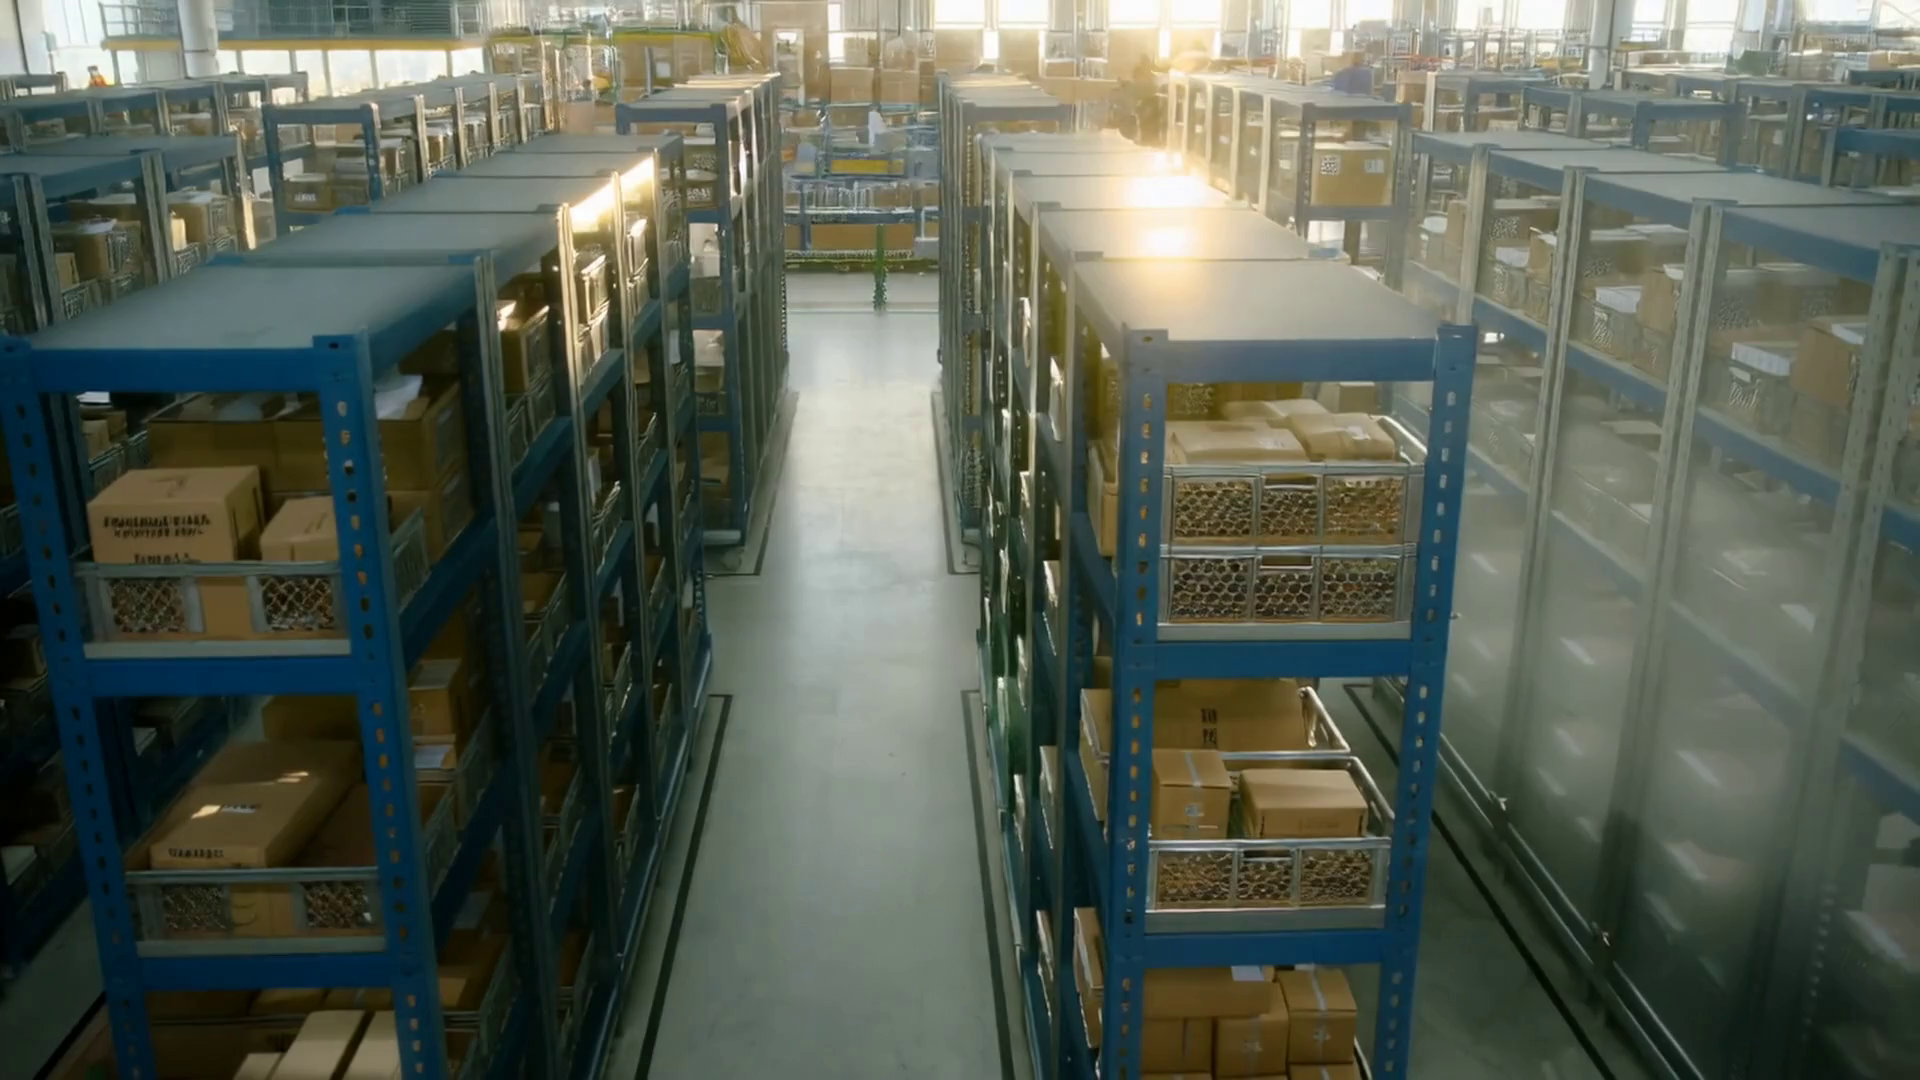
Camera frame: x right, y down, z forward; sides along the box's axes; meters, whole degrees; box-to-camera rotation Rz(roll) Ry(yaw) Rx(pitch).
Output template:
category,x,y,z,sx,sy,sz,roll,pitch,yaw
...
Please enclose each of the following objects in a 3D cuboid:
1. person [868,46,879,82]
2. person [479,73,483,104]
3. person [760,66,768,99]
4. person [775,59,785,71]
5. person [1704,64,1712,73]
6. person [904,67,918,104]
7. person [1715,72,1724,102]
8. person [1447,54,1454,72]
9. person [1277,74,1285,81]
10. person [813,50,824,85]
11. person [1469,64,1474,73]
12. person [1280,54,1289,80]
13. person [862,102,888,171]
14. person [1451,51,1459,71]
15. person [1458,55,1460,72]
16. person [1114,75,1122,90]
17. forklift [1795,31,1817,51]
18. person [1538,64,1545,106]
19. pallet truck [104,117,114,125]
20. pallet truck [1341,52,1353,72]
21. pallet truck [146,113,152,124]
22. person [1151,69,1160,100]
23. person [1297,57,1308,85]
category,x,y,z,sx,sy,sz,roll,pitch,yaw
person,-4.853,-26.784,93.646,0.626,1.936,1.003,-1,18,-2
person,-17.348,-15.993,60.410,0.506,1.846,0.349,-14,23,-37
person,-7.749,-17.747,65.758,0.467,1.903,0.592,3,18,9
person,-9.473,-24.495,86.603,0.584,1.912,0.763,12,21,32
person,30.386,-18.500,68.025,0.627,1.936,0.377,6,19,17
person,-2.112,-19.355,71.070,0.487,1.690,0.910,15,23,39
person,28.101,-16.323,61.388,0.599,1.870,0.410,-7,19,-19
person,23.947,-22.862,81.607,0.678,1.876,0.684,12,22,33
person,11.150,-15.202,57.821,0.376,1.932,0.551,-8,19,-22
person,-7.681,-25.703,90.489,0.623,1.835,0.431,-11,21,-31
person,26.633,-24.354,86.596,0.842,1.663,0.540,-2,18,-6
person,16.441,-23.583,83.956,0.684,1.817,0.652,-2,18,-5
person,-2.110,-10.404,43.104,1.017,1.849,0.680,0,18,-1
person,25.853,-24.585,86.911,0.509,1.902,0.643,3,18,10
person,26.203,-24.889,87.886,0.607,1.894,0.630,16,24,41
person,5.884,-16.255,61.407,0.817,1.737,0.527,2,18,6
forklift,45.898,-26.250,90.495,1.129,2.768,1.873,-1,18,-2
person,24.104,-18.840,69.205,0.509,1.860,0.334,-17,24,-41
pallet truck,-18.367,-7.885,35.078,1.885,1.965,0.823,1,18,2
pallet truck,18.794,-23.123,82.231,0.823,1.965,1.885,-13,22,-35
pallet truck,-18.087,-8.309,36.390,1.885,1.965,0.823,-1,18,-4
person,7.273,-16.757,62.649,0.888,1.939,0.614,2,18,7
person,16.163,-21.857,78.518,0.521,1.873,0.335,9,20,27
